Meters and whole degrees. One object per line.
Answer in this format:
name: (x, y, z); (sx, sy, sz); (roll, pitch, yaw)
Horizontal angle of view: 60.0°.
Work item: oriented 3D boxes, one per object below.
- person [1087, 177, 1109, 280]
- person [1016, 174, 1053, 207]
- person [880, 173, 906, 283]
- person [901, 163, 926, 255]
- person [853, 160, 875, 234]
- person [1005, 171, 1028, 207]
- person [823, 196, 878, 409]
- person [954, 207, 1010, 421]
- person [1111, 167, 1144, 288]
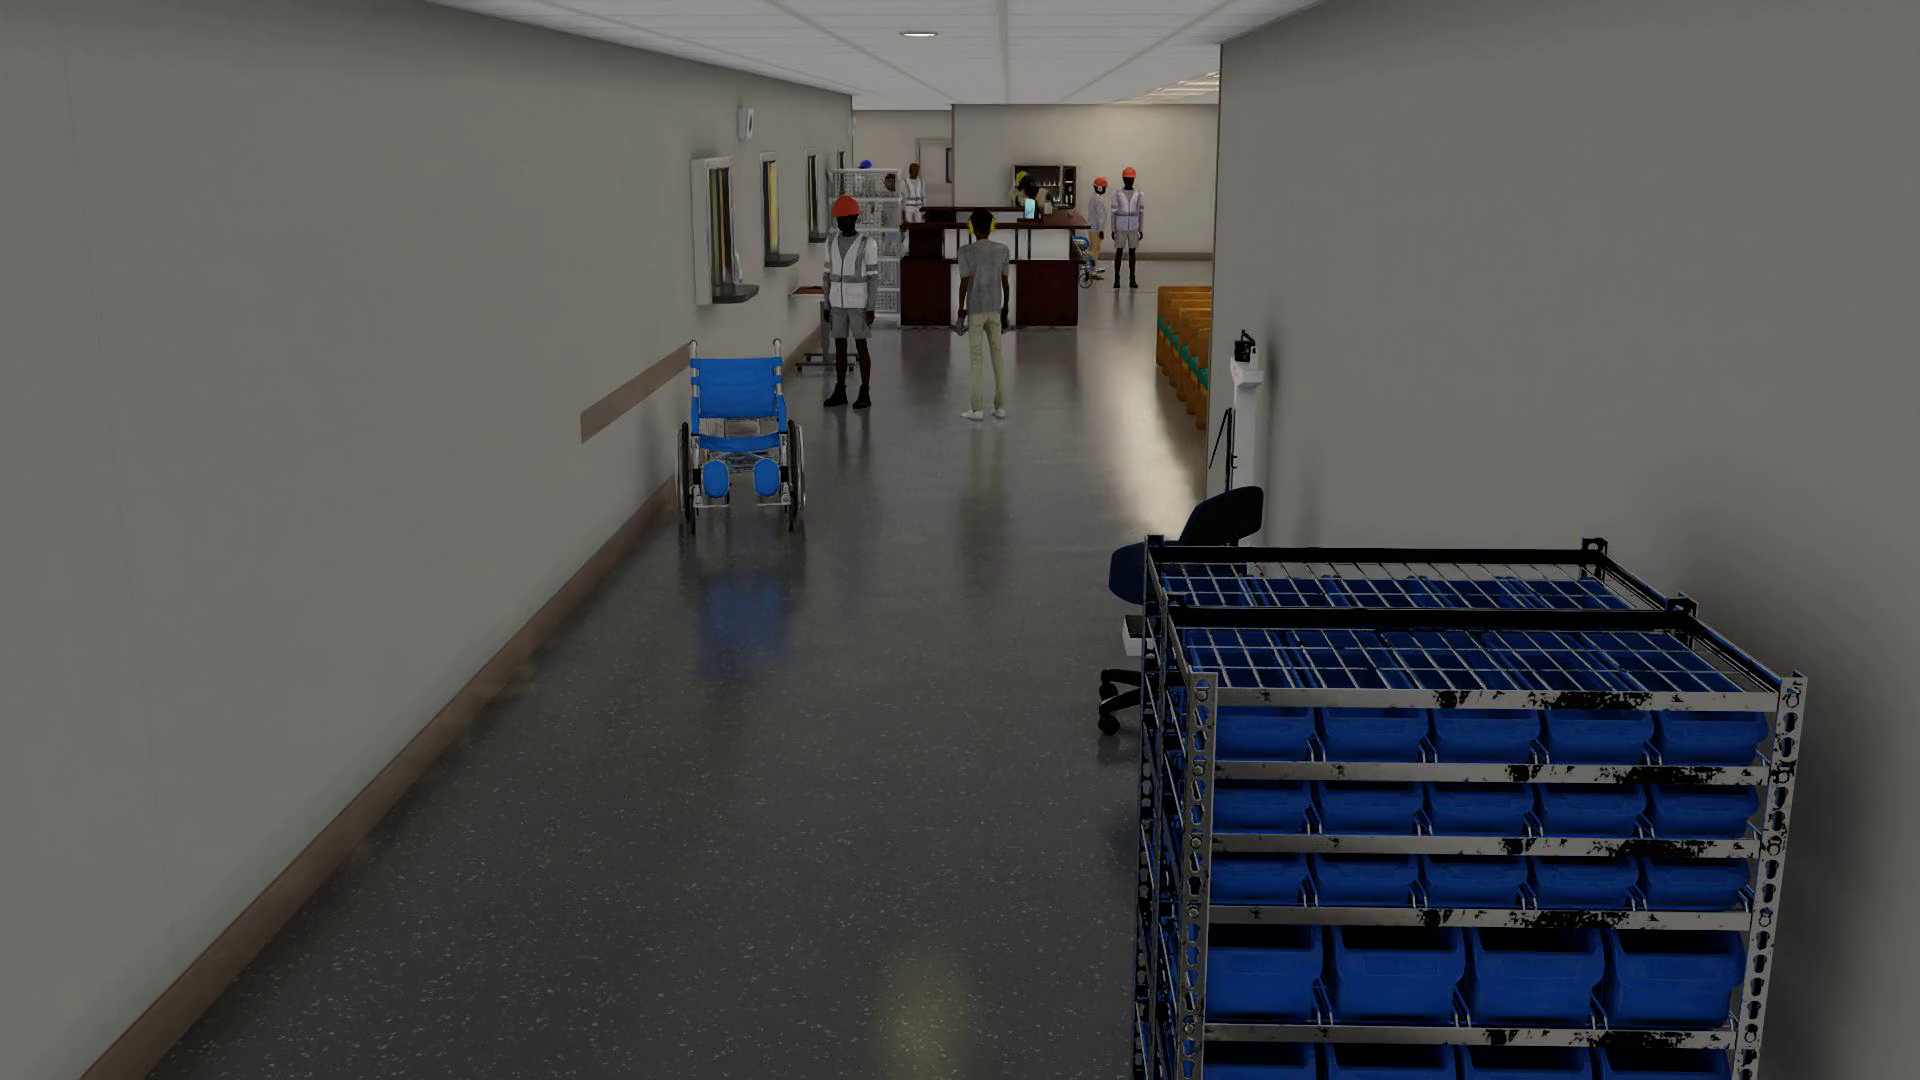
person: (2.371, -5.343, 28.536); (0.365, 1.743, 0.559); (-2, 14, -7)
person: (1.232, -5.187, 27.779); (0.656, 1.804, 0.458); (4, 14, 16)
person: (-1.060, -5.064, 27.201); (0.518, 1.845, 0.803); (6, 15, 22)
person: (-0.929, -6.625, 33.456); (0.577, 1.880, 0.385); (-8, 16, -30)
person: (-2.181, -7.330, 36.300); (0.659, 1.896, 0.978); (9, 16, 32)
person: (1.068, -5.426, 28.677); (0.590, 1.833, 0.404); (-9, 16, -31)
person: (-1.024, -2.176, 15.273); (0.551, 1.937, 0.357); (6, 15, 24)
person: (0.194, -1.976, 14.628); (0.515, 1.859, 0.333); (-6, 15, -22)
person: (2.716, -5.065, 26.989); (0.545, 1.942, 0.354); (-1, 14, -4)
